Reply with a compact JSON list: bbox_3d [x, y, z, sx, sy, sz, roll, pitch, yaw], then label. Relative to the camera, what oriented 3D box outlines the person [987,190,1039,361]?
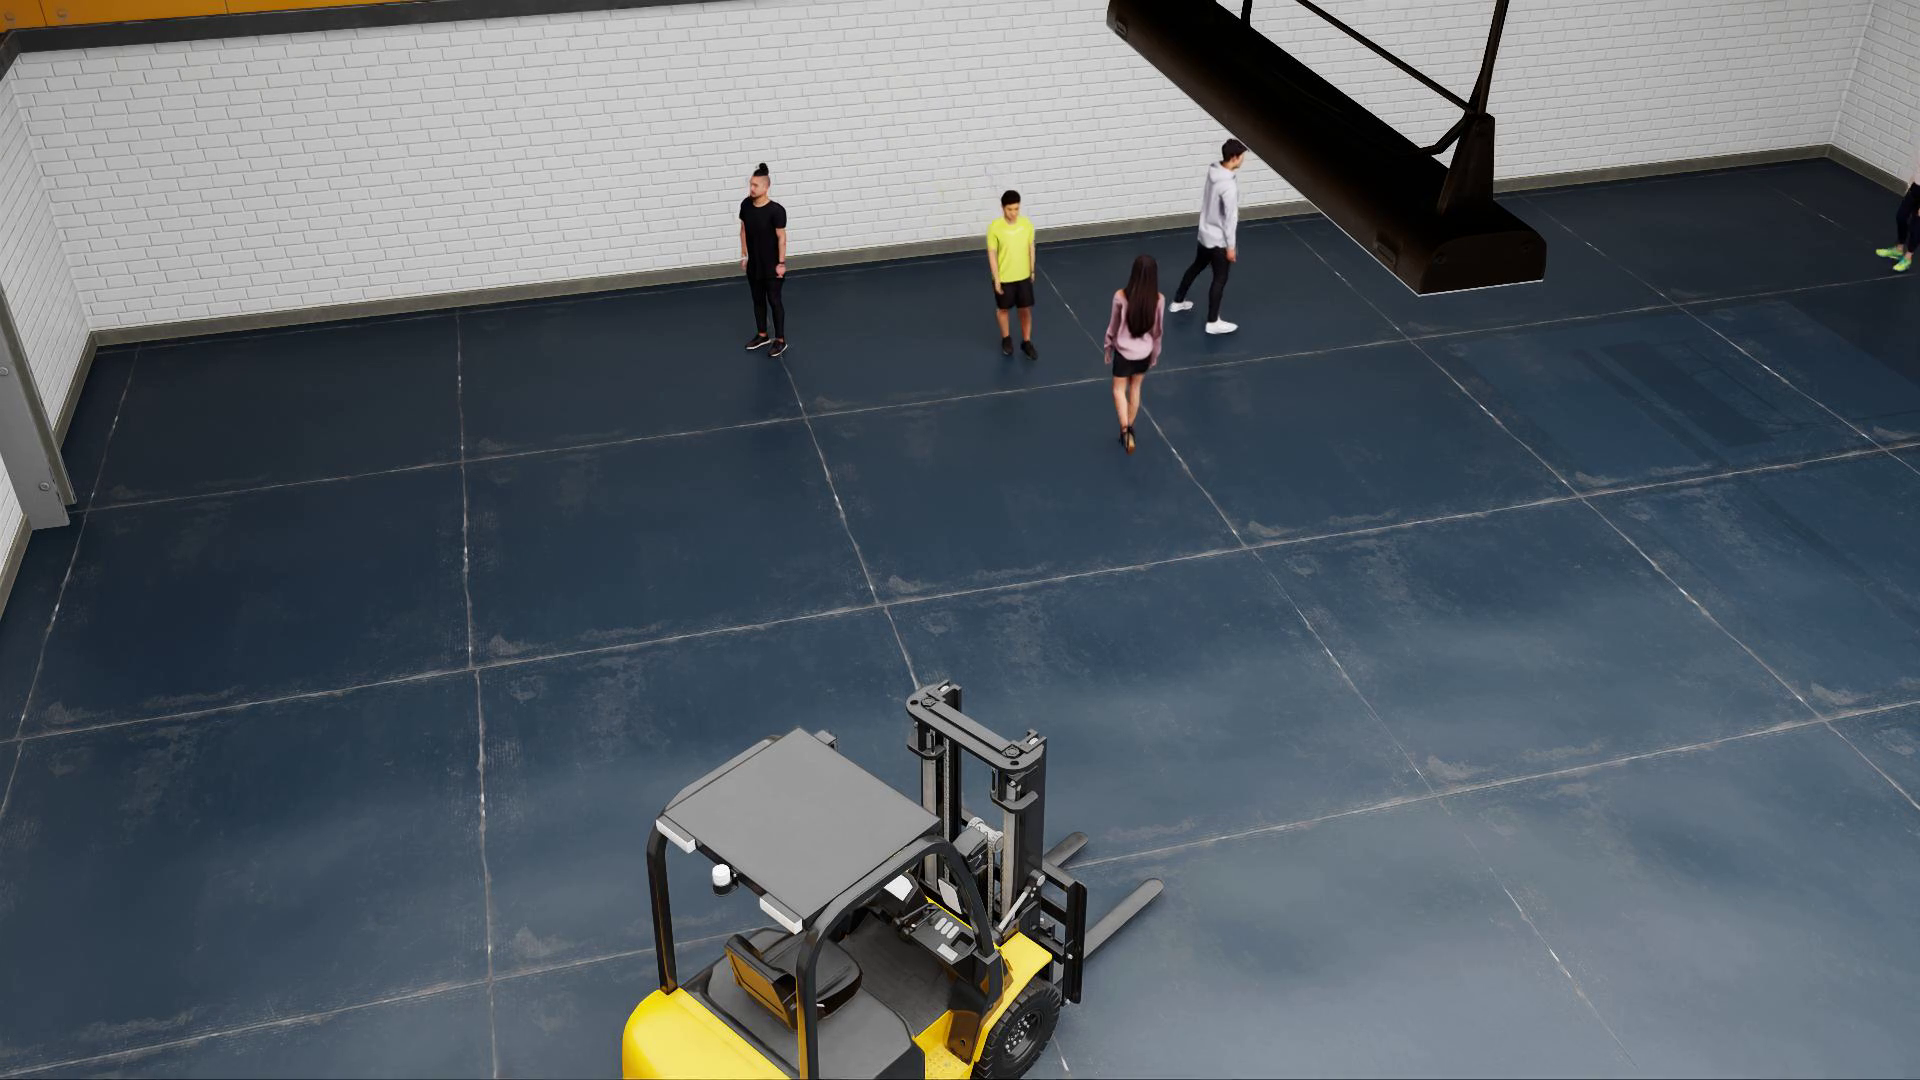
[{"bbox_3d":[0.456,-2.543,15.632,0.654,1.686,0.681,-8,35,-12],"label":"person"}]

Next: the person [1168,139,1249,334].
[{"bbox_3d":[2.463,-2.935,16.016,0.967,1.914,0.690,-9,35,-13],"label":"person"}]

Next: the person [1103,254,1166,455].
[{"bbox_3d":[1.467,-1.489,13.952,0.760,1.791,0.959,-4,34,-6],"label":"person"}]

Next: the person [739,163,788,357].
[{"bbox_3d":[-1.838,-2.639,15.618,0.755,1.862,0.830,20,39,27],"label":"person"}]

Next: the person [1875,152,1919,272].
[{"bbox_3d":[9.972,-3.581,17.201,0.835,1.677,0.568,3,34,5],"label":"person"}]
